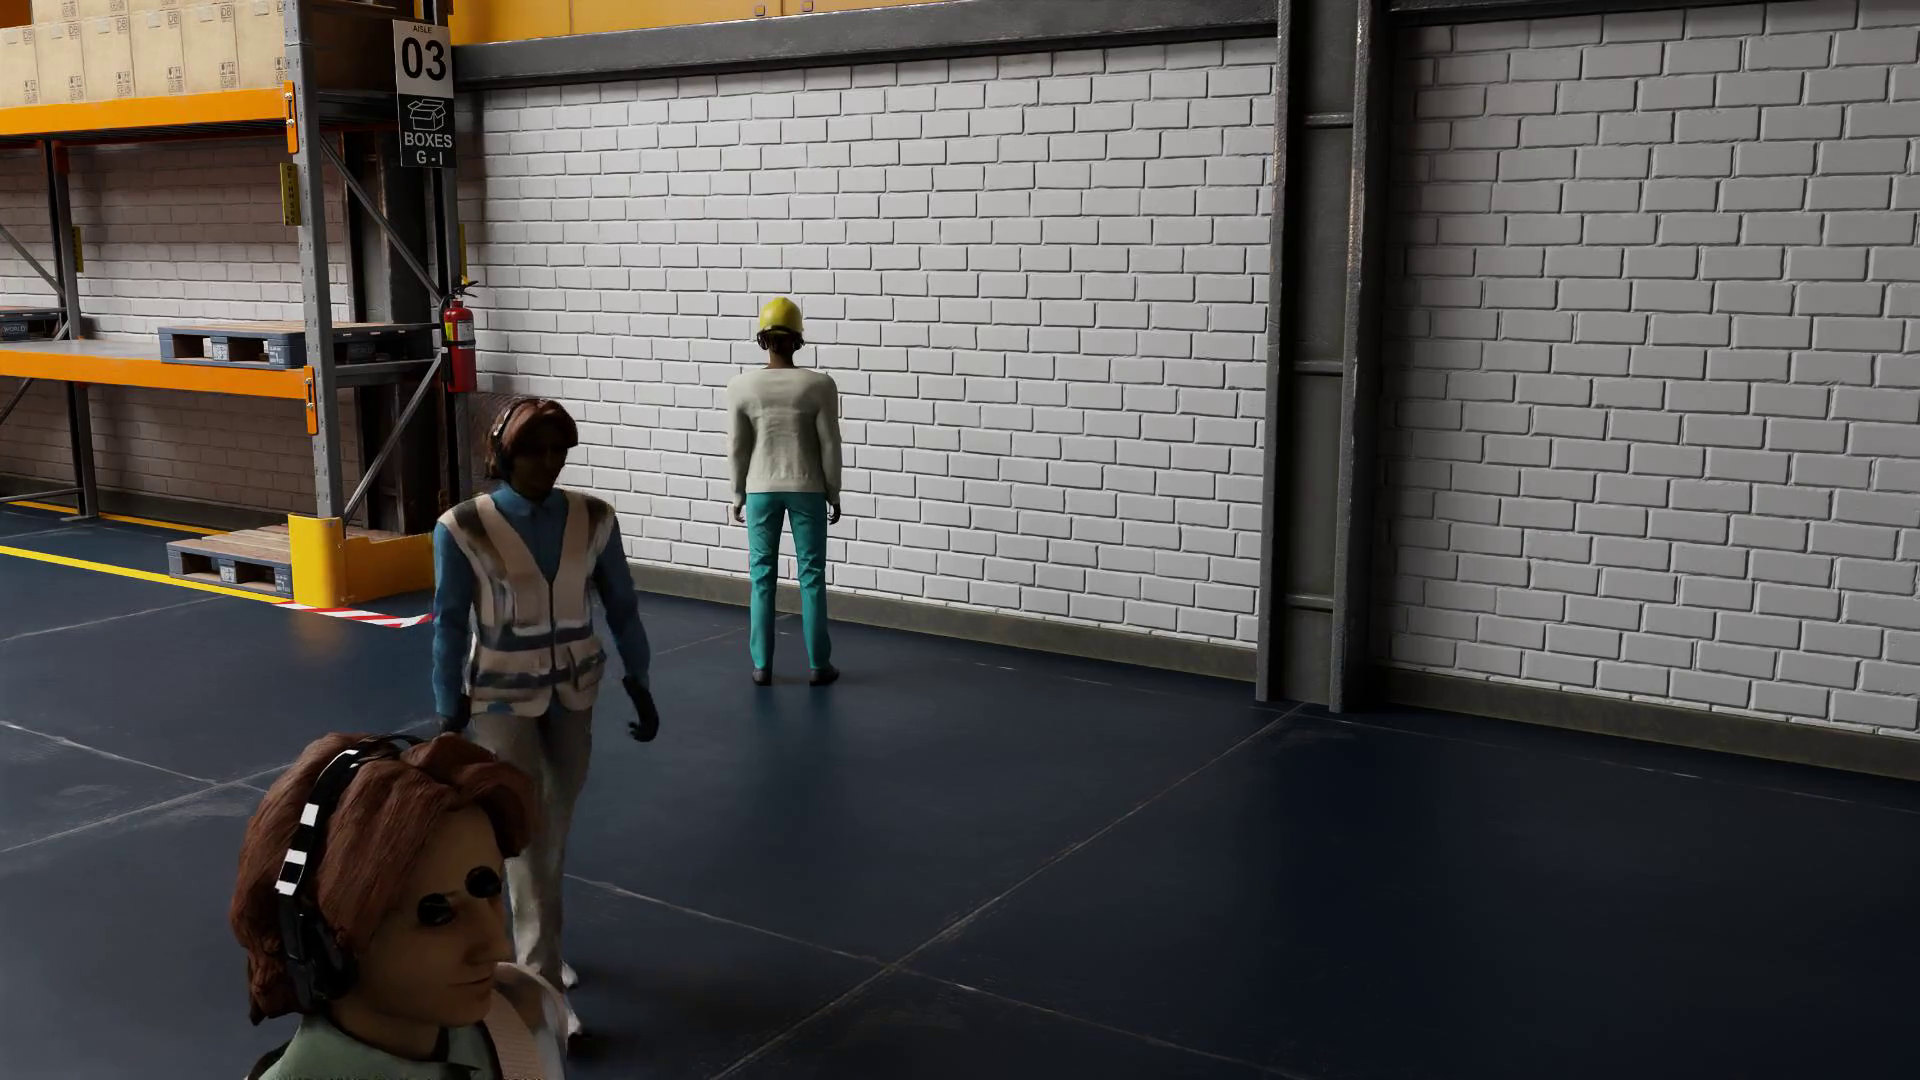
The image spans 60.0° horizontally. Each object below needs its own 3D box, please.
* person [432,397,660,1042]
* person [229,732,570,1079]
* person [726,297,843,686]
[{"bbox_3d":[-1.030,0.452,4.288,0.543,1.612,0.727,-8,13,-39],"label":"person"},{"bbox_3d":[-0.473,0.956,1.442,0.314,1.639,0.517,3,11,16],"label":"person"},{"bbox_3d":[-0.789,-0.210,7.545,0.522,1.772,0.306,0,10,3],"label":"person"}]
